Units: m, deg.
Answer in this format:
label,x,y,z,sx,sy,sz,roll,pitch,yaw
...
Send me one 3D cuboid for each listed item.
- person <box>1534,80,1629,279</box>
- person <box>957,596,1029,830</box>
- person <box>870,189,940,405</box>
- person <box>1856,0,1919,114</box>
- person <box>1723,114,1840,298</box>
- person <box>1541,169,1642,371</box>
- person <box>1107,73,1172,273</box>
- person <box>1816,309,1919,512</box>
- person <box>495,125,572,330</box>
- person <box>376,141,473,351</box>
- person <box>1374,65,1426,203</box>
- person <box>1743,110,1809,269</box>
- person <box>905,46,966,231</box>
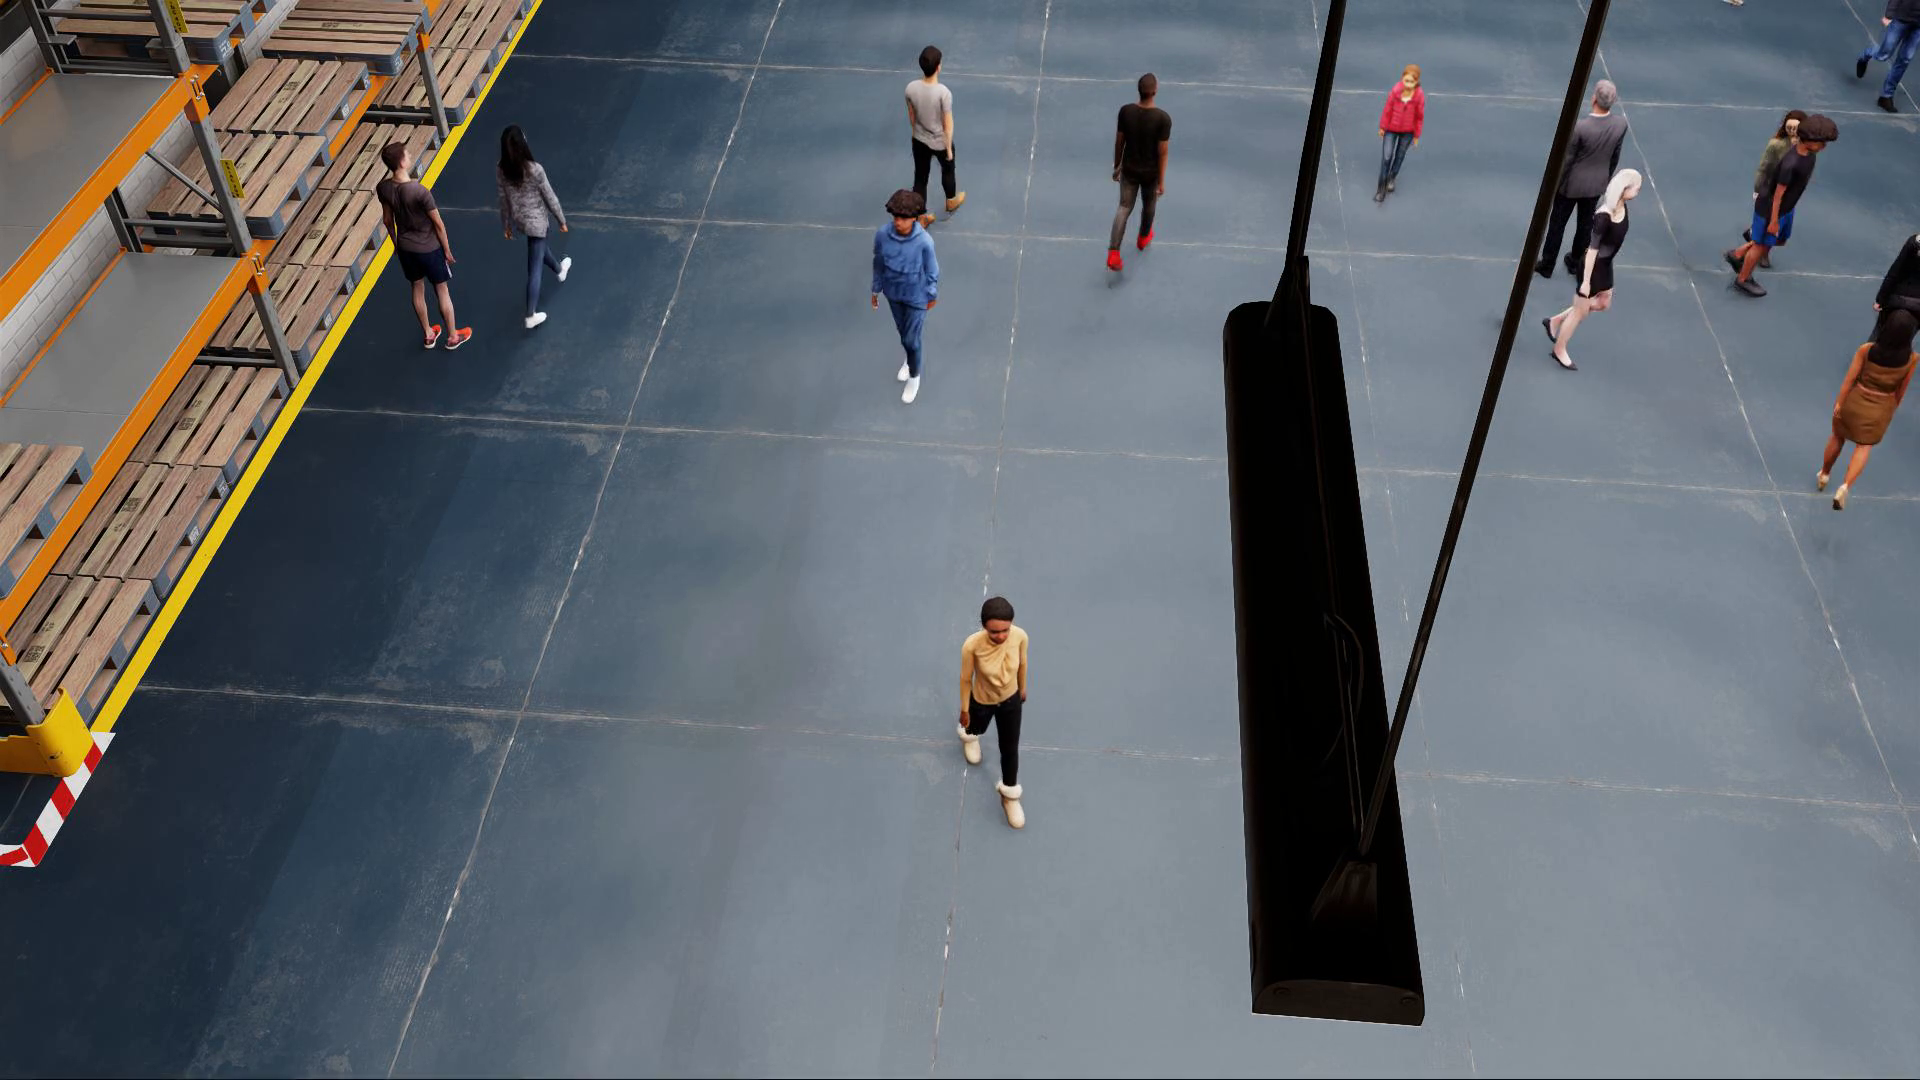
label,x,y,z,sx,sy,sz,roll,pitch,yaw
person,5.323,-3.082,14.241,0.779,1.836,0.700,-7,44,-7
person,0.174,0.923,10.193,0.827,1.622,1.144,-8,44,-8
person,-0.385,-2.022,13.165,0.831,1.787,0.904,21,47,20
person,9.381,-5.230,16.469,0.779,1.873,1.086,-3,44,-3
person,6.822,-2.856,14.054,0.950,1.768,0.897,31,52,28
person,4.991,-2.195,13.326,0.856,1.814,0.799,29,51,27
person,1.519,-3.139,14.345,0.897,1.777,1.221,16,46,16
person,6.567,-0.898,12.070,0.769,1.670,0.962,18,47,18
person,-3.602,-2.562,13.816,0.817,1.669,1.271,12,45,13
person,-4.384,-2.365,13.479,0.677,1.851,0.567,8,44,8
person,4.083,-3.827,15.412,0.608,1.301,0.780,10,45,11
person,7.129,-3.097,14.540,0.717,1.447,0.777,-15,46,-15
person,-0.296,-3.524,14.803,0.823,1.702,1.011,18,47,18
